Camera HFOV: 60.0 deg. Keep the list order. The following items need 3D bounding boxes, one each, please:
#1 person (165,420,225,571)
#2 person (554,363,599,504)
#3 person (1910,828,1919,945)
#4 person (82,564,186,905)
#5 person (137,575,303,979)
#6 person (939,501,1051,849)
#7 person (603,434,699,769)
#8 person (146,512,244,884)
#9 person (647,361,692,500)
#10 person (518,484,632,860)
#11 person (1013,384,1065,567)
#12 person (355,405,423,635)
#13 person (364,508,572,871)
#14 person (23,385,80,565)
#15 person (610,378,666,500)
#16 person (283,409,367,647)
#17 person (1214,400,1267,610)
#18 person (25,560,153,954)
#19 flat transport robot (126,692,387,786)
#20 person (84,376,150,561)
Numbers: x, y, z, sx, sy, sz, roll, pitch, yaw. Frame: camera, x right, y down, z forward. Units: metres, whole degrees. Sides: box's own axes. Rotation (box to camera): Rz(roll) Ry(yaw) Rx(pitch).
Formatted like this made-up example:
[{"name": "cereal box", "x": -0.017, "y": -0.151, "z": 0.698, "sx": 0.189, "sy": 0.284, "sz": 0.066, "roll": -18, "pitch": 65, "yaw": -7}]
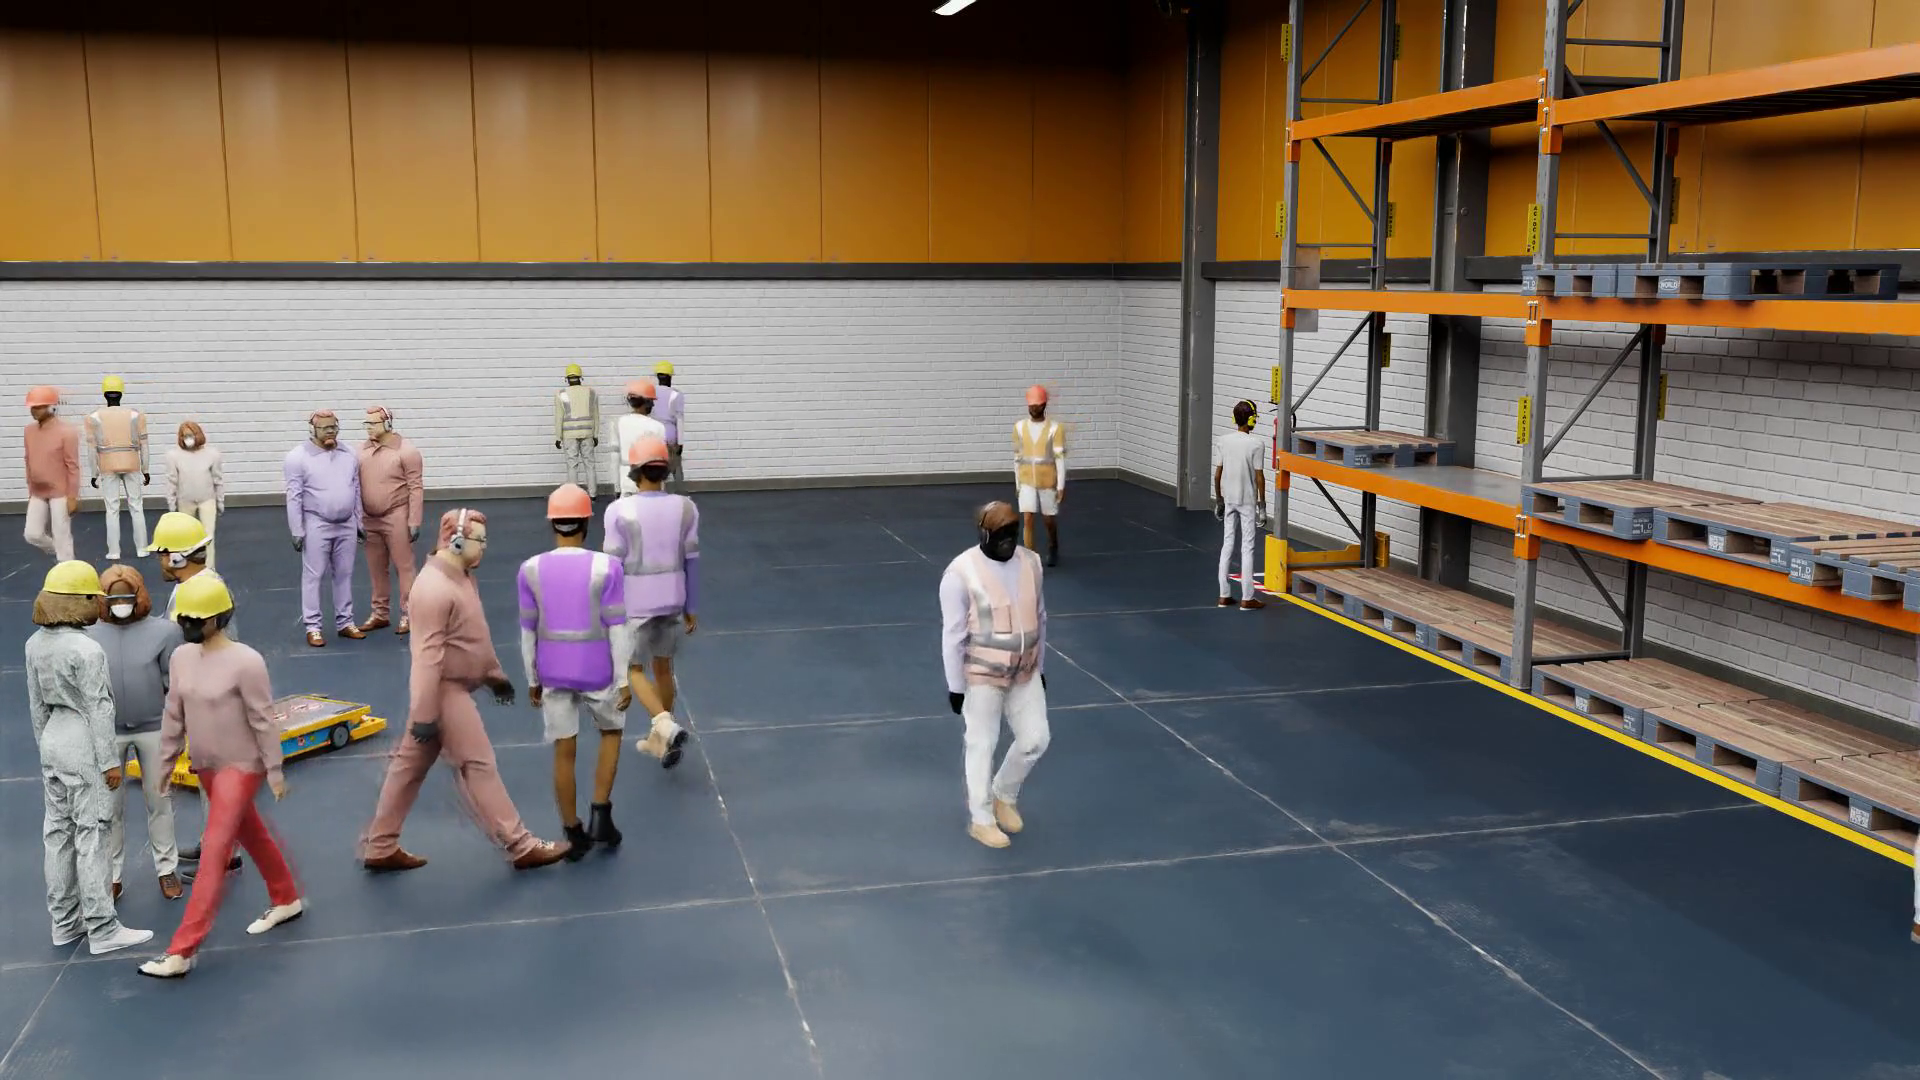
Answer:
[{"name": "person", "x": -7.298, "y": -0.356, "z": 15.903, "sx": 0.500, "sy": 1.608, "sz": 0.699, "roll": -4, "pitch": 10, "yaw": -22}, {"name": "person", "x": -4.950, "y": -1.362, "z": 21.486, "sx": 0.591, "sy": 1.828, "sz": 0.404, "roll": -5, "pitch": 10, "yaw": -29}, {"name": "person", "x": 4.468, "y": 0.860, "z": 7.277, "sx": 0.635, "sy": 1.937, "sz": 0.354, "roll": -4, "pitch": 10, "yaw": -23}, {"name": "person", "x": -3.924, "y": 0.917, "z": 7.869, "sx": 0.497, "sy": 1.632, "sz": 0.289, "roll": -4, "pitch": 10, "yaw": -25}, {"name": "person", "x": -3.236, "y": 0.986, "z": 7.199, "sx": 0.556, "sy": 1.702, "sz": 0.950, "roll": 5, "pitch": 10, "yaw": 26}, {"name": "person", "x": 0.197, "y": 0.699, "z": 8.621, "sx": 0.649, "sy": 1.827, "sz": 0.446, "roll": -6, "pitch": 11, "yaw": -32}, {"name": "person", "x": -1.808, "y": 0.387, "z": 9.962, "sx": 0.611, "sy": 2.028, "sz": 0.719, "roll": -7, "pitch": 11, "yaw": -36}, {"name": "person", "x": -3.755, "y": 0.766, "z": 8.197, "sx": 0.404, "sy": 1.828, "sz": 0.592, "roll": -5, "pitch": 10, "yaw": -26}, {"name": "person", "x": -3.681, "y": -1.295, "z": 20.891, "sx": 0.591, "sy": 1.890, "sz": 0.919, "roll": 1, "pitch": 9, "yaw": 8}, {"name": "person", "x": -1.948, "y": 0.672, "z": 8.507, "sx": 0.571, "sy": 1.918, "sz": 0.463, "roll": 0, "pitch": 9, "yaw": 2}, {"name": "person", "x": 0.797, "y": -0.602, "z": 16.513, "sx": 0.553, "sy": 1.911, "sz": 0.894, "roll": 3, "pitch": 10, "yaw": 17}, {"name": "person", "x": -4.764, "y": -0.166, "z": 13.775, "sx": 0.652, "sy": 1.906, "sz": 0.402, "roll": 3, "pitch": 10, "yaw": 19}, {"name": "person", "x": -2.502, "y": 0.759, "z": 8.225, "sx": 1.023, "sy": 1.843, "sz": 0.659, "roll": -2, "pitch": 9, "yaw": -13}, {"name": "person", "x": -8.287, "y": -0.434, "z": 15.203, "sx": 0.641, "sy": 1.980, "sz": 0.469, "roll": 3, "pitch": 10, "yaw": 19}, {"name": "person", "x": -3.057, "y": -0.501, "z": 15.576, "sx": 0.611, "sy": 2.015, "sz": 0.900, "roll": 3, "pitch": 10, "yaw": 21}, {"name": "person", "x": -5.080, "y": -0.107, "z": 13.409, "sx": 0.403, "sy": 1.906, "sz": 0.652, "roll": 7, "pitch": 12, "yaw": 38}, {"name": "person", "x": 2.502, "y": -0.312, "z": 14.806, "sx": 0.528, "sy": 1.869, "sz": 0.313, "roll": 8, "pitch": 12, "yaw": 41}, {"name": "person", "x": -3.870, "y": 0.950, "z": 7.343, "sx": 0.484, "sy": 1.736, "sz": 0.308, "roll": 5, "pitch": 10, "yaw": 28}, {"name": "flat transport robot", "x": -4.308, "y": 1.210, "z": 10.273, "sx": 0.652, "sy": 0.197, "sz": 1.431, "roll": 4, "pitch": 10, "yaw": 25}, {"name": "person", "x": -8.759, "y": -0.746, "z": 17.327, "sx": 0.587, "sy": 1.928, "sz": 0.363, "roll": -6, "pitch": 11, "yaw": -32}]
